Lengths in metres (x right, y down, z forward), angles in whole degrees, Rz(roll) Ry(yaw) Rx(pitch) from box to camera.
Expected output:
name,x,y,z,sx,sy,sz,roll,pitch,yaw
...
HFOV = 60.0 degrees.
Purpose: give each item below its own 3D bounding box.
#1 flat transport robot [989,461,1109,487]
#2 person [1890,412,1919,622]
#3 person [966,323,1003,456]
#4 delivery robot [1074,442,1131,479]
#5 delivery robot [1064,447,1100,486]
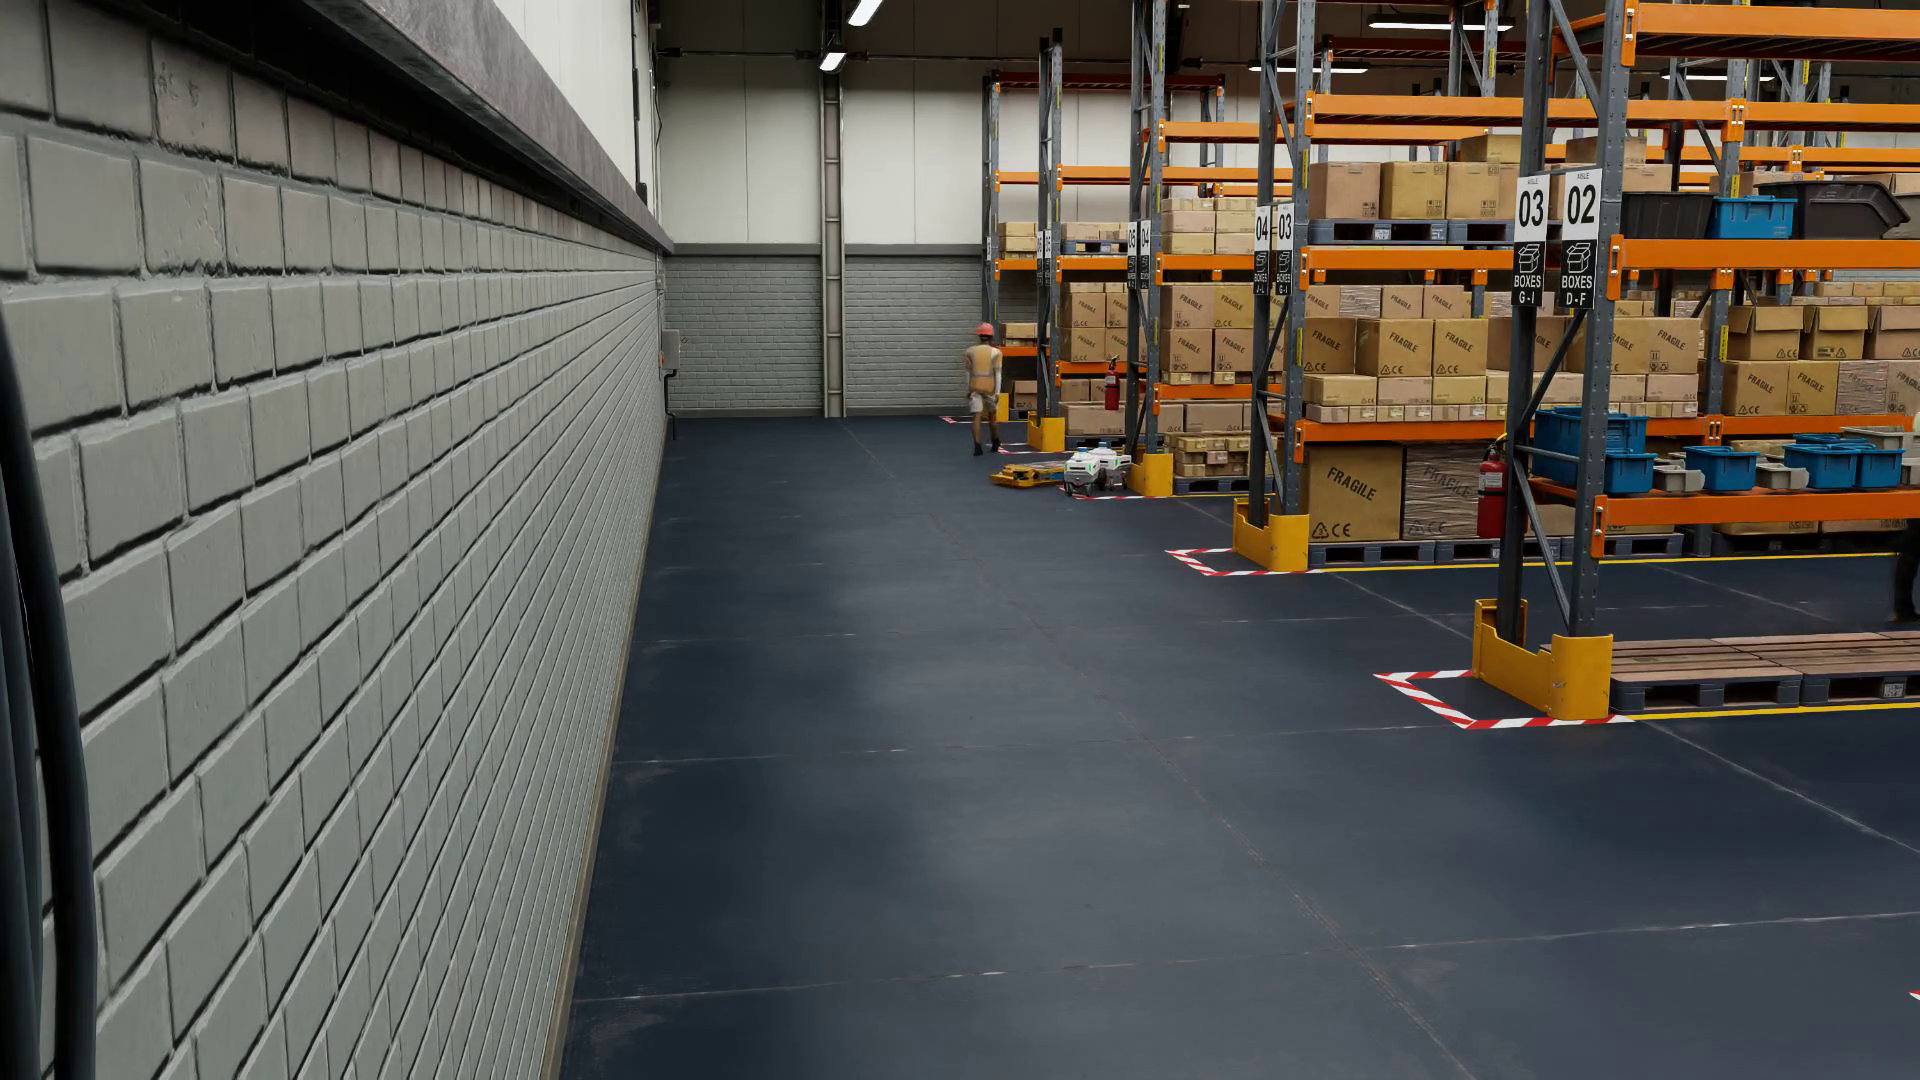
name,x,y,z,sx,sy,sz,roll,pitch,yaw
flat transport robot,1.134,-0.843,20.791,1.431,0.197,0.652,-6,11,-33
person,7.464,-0.339,12.512,0.892,1.956,0.612,-2,9,-14
person,0.359,-2.186,24.101,0.552,1.881,0.997,2,9,9
delivery robot,1.739,-0.949,20.281,0.707,0.478,0.477,9,13,43
delivery robot,1.451,-0.861,19.738,0.477,0.478,0.707,2,9,13
